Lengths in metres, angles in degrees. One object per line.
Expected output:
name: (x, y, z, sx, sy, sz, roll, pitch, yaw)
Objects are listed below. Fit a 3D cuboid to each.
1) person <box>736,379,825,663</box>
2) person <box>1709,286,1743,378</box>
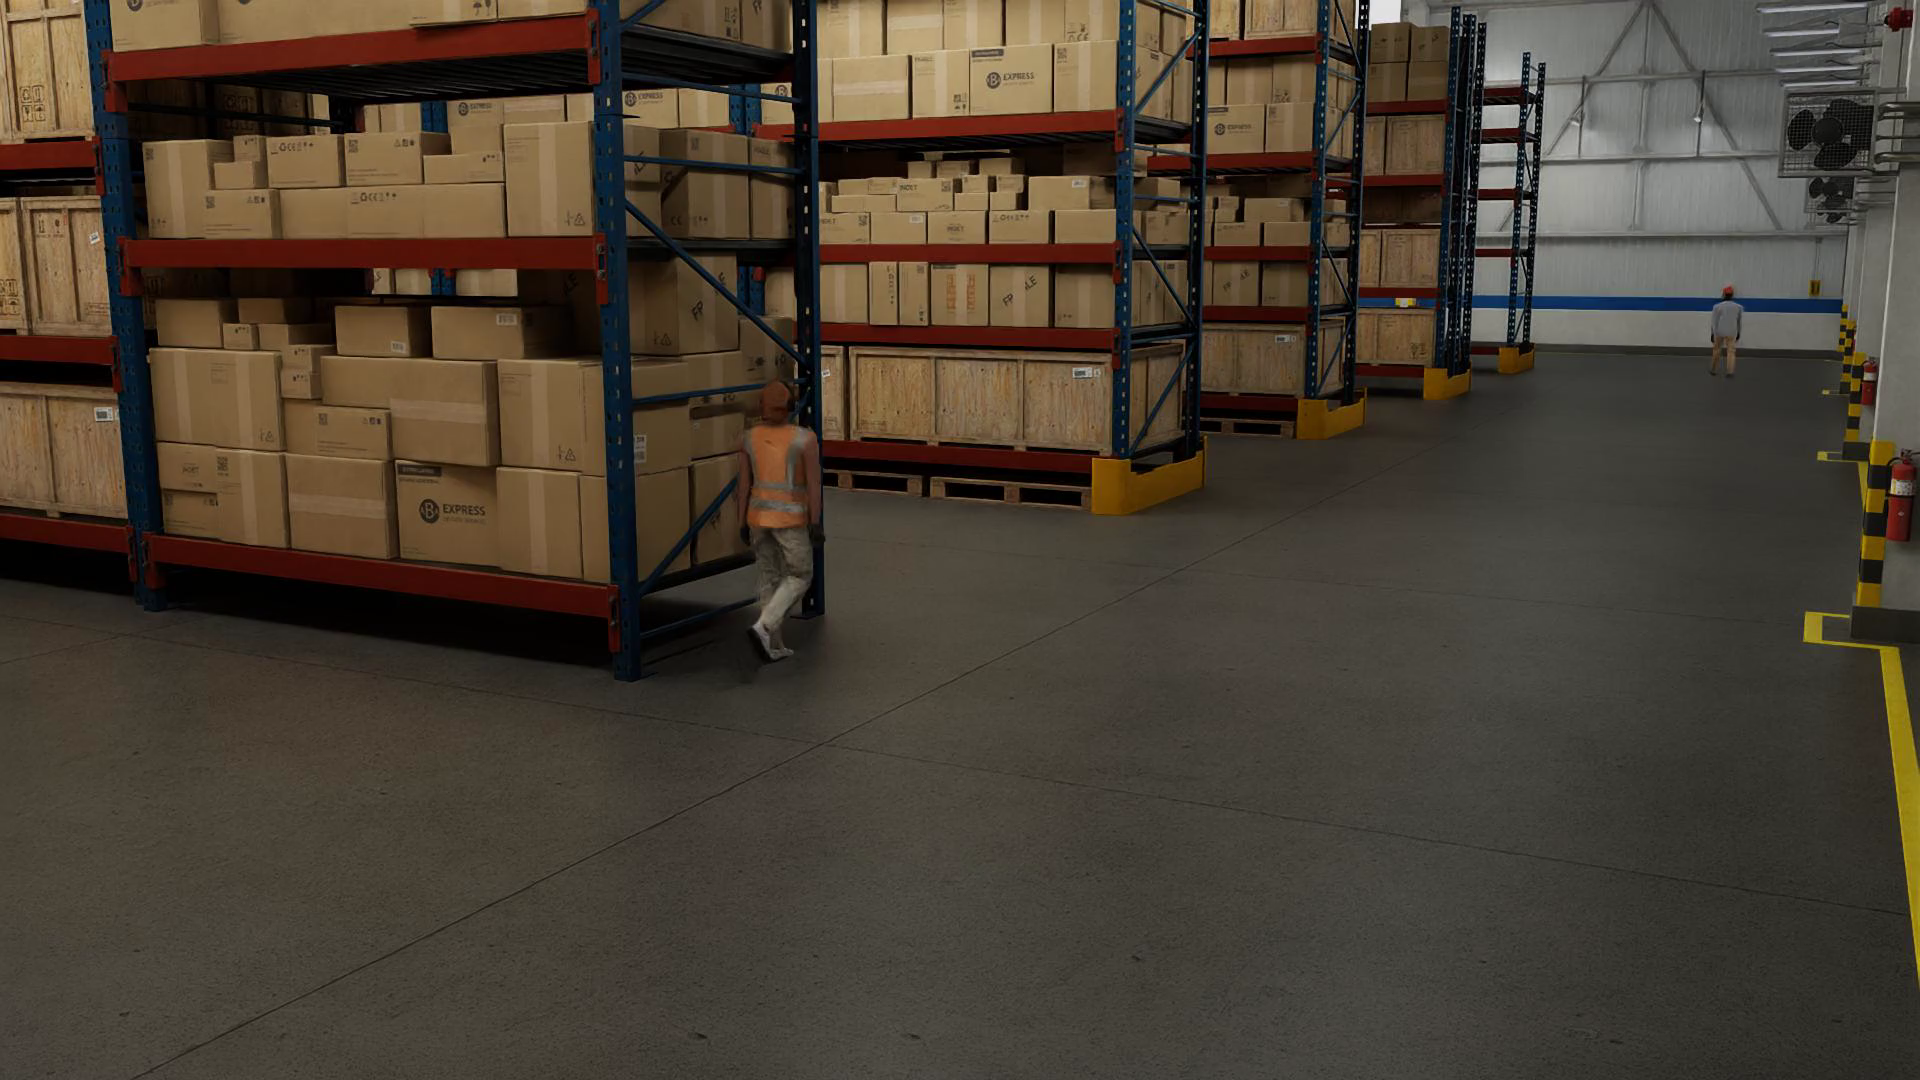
person: (-1.052, -0.076, 9.296, 0.543, 1.627, 0.514, 5, 11, 26)
person: (14.406, -3.909, 31.282, 0.588, 1.701, 0.918, 2, 10, 10)
